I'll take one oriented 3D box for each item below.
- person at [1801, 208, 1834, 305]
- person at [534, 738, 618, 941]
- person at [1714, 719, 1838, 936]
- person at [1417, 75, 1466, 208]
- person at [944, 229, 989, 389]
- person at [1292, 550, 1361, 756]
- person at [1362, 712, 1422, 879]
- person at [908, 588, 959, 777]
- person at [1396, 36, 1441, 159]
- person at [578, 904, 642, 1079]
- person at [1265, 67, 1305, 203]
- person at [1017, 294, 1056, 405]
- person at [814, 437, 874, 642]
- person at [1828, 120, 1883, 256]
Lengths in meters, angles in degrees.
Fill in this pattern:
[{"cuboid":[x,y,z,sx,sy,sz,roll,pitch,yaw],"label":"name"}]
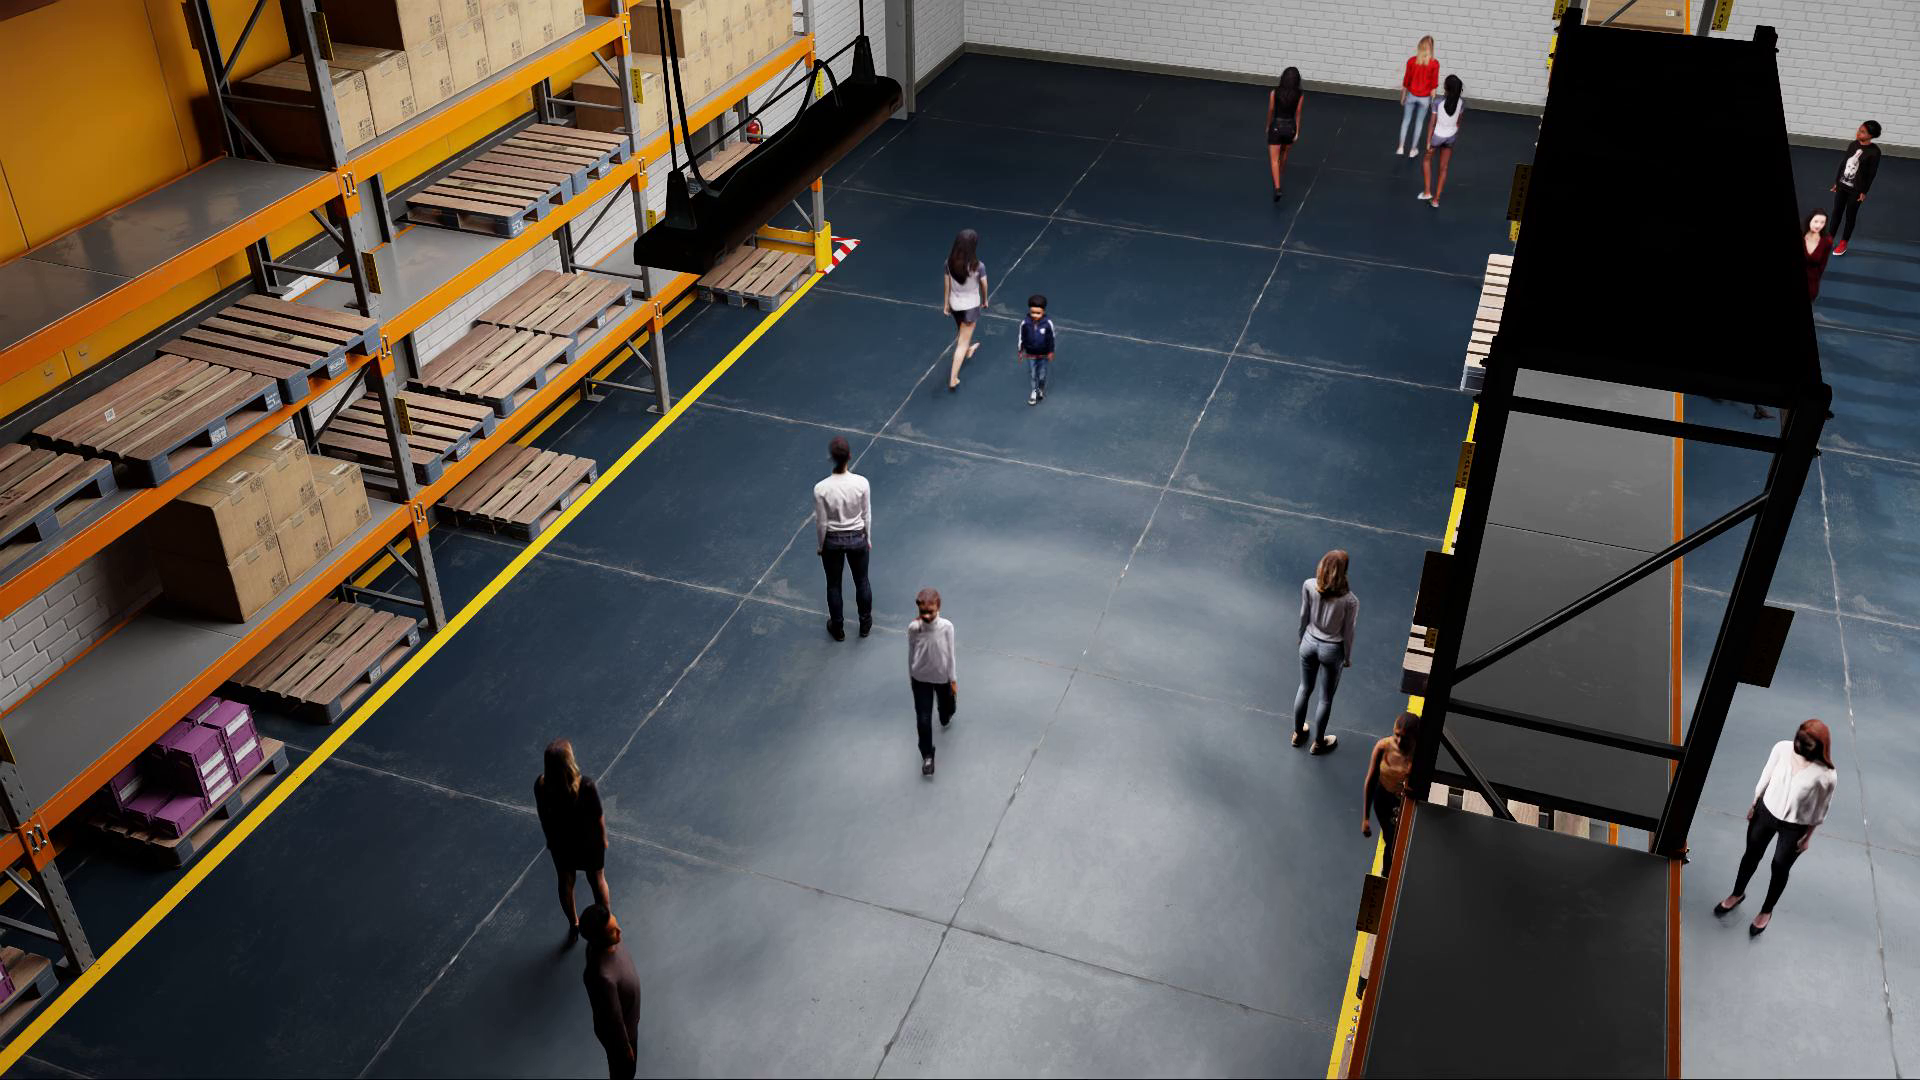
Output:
[{"cuboid":[8.948,-2.772,17.885,0.723,1.733,1.012,8,34,12],"label":"person"},{"cuboid":[-2.506,1.955,10.824,0.605,1.677,0.571,0,34,0],"label":"person"},{"cuboid":[5.379,1.863,10.888,0.675,1.760,0.667,-23,40,-30],"label":"person"},{"cuboid":[6.249,-5.114,21.431,0.703,1.709,0.735,-3,34,-4],"label":"person"},{"cuboid":[0.022,-2.382,17.376,0.646,1.647,1.145,12,36,18],"label":"person"},{"cuboid":[2.711,0.826,12.415,0.647,1.796,0.609,24,40,31],"label":"person"},{"cuboid":[2.955,1.750,11.214,0.724,1.587,1.162,17,37,23],"label":"person"},{"cuboid":[-0.191,0.977,12.416,0.742,1.543,0.989,-1,34,-1],"label":"person"},{"cuboid":[6.293,-6.063,22.866,0.654,1.701,0.680,14,36,20],"label":"person"},{"cuboid":[-1.974,2.751,9.544,0.774,1.769,0.641,21,39,28],"label":"person"},{"cuboid":[4.195,-5.237,21.624,0.869,1.700,1.240,-1,34,-1],"label":"person"},{"cuboid":[0.810,-1.991,17.179,0.547,1.215,0.493,8,34,12],"label":"person"},{"cuboid":[-0.941,0.004,13.583,0.720,1.873,0.750,-7,34,-10],"label":"person"},{"cuboid":[10.873,-4.310,20.253,0.712,1.673,0.666,-17,37,-24],"label":"person"}]
